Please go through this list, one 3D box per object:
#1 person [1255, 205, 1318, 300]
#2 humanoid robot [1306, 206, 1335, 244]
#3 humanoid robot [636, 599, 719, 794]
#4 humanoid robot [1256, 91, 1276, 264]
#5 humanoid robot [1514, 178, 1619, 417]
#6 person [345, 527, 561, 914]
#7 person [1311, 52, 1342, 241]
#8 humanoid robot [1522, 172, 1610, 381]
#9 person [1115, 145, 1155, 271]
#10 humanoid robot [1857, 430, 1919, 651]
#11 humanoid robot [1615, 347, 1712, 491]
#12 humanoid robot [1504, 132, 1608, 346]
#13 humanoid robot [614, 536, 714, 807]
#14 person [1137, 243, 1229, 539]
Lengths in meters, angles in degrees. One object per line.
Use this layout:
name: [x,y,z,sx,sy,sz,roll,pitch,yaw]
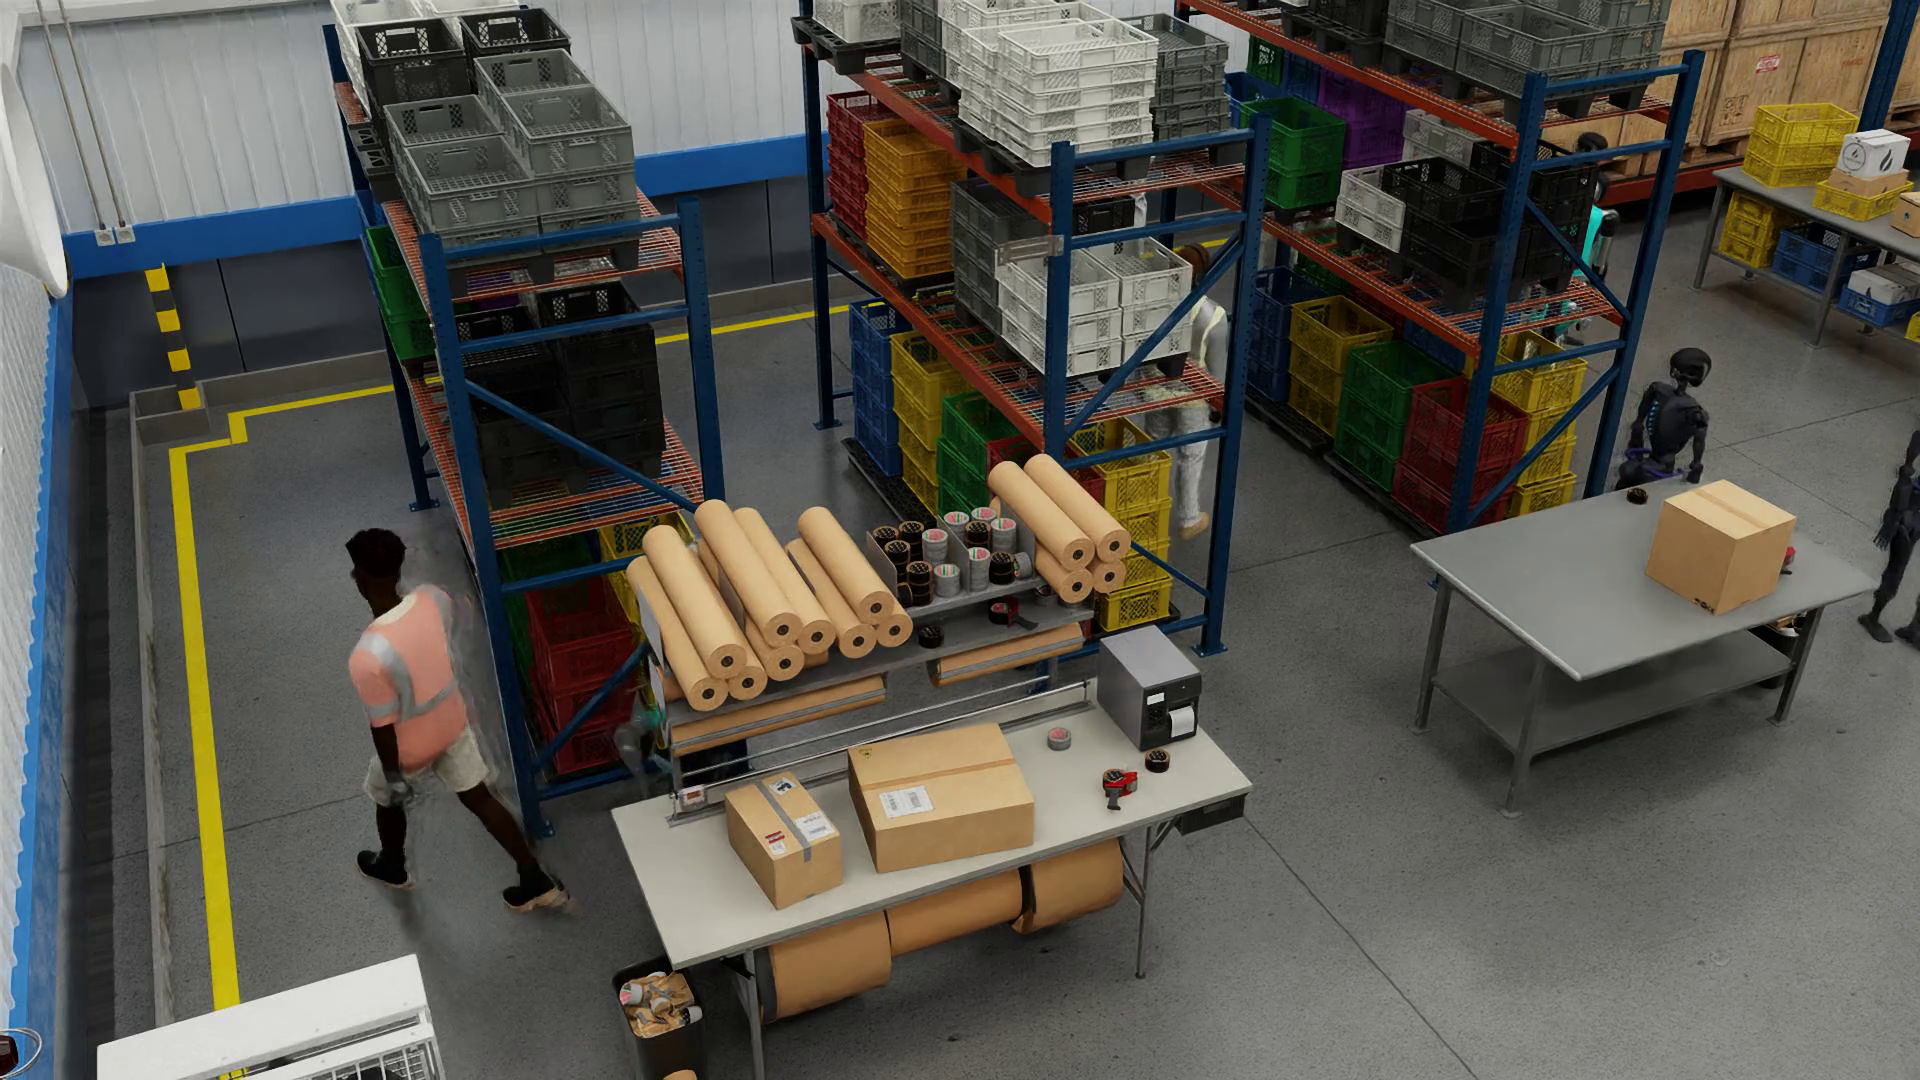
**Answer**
person: [2.512,-2.684,12.851,0.589,1.823,0.405,-3,32,-6]
humanoid robot: [3.033,-3.246,13.710,0.533,1.681,0.735,24,39,34]
humanoid robot: [-1.121,0.838,7.264,0.427,1.639,0.606,-2,32,-3]
humanoid robot: [2.465,-2.998,13.456,0.561,1.788,0.816,8,33,13]
humanoid robot: [4.009,-1.676,11.227,0.530,1.720,0.716,6,32,9]
person: [-2.266,0.813,7.098,1.035,1.908,0.590,14,34,21]
person: [3.099,-3.329,13.727,0.655,1.998,0.680,-11,33,-18]
humanoid robot: [4.123,-1.763,11.493,0.393,1.647,0.590,16,35,24]
person: [1.398,-3.076,13.423,0.355,1.887,0.573,4,32,7]
humanoid robot: [5.227,-0.153,8.880,0.600,1.648,0.386,-6,32,-9]
humanoid robot: [3.791,-0.285,9.082,0.377,1.647,0.603,-9,33,-14]
humanoid robot: [4.425,-2.230,12.274,0.656,1.637,0.583,21,38,31]
humanoid robot: [-1.291,0.737,7.424,1.079,1.765,0.540,7,32,12]
person: [1.318,-0.885,9.921,0.618,1.835,0.431,24,39,33]
